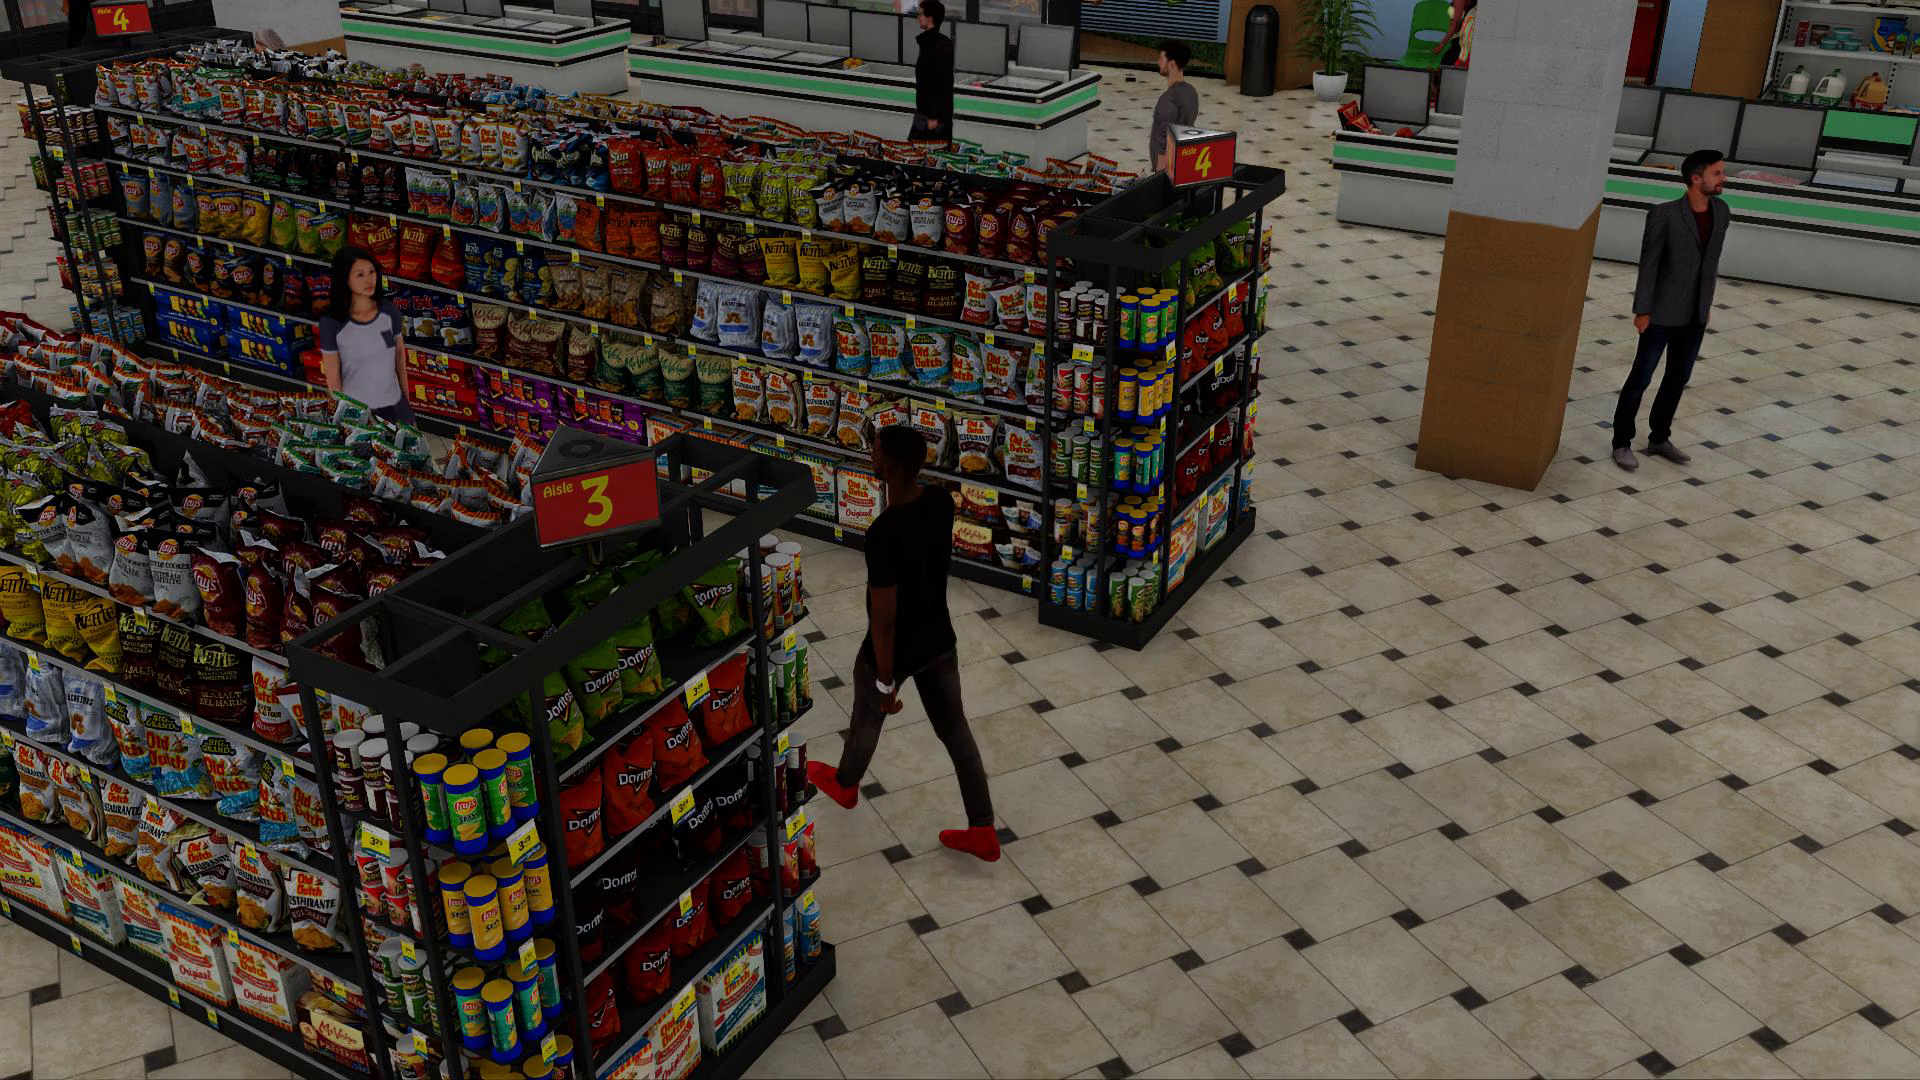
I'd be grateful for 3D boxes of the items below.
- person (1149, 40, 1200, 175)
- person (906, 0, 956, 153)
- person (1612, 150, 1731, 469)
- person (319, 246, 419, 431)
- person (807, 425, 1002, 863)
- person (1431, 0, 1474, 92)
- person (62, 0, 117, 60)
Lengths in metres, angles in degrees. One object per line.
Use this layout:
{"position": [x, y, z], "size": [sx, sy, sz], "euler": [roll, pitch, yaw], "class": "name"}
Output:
{"position": [1.630, -2.706, 12.304], "size": [0.866, 1.895, 0.763], "euler": [11, 29, 20], "class": "person"}
{"position": [-0.136, -3.691, 14.324], "size": [0.847, 1.826, 0.838], "euler": [7, 28, 14], "class": "person"}
{"position": [4.135, -1.333, 9.620], "size": [0.772, 1.875, 0.828], "euler": [-7, 28, -14], "class": "person"}
{"position": [-3.070, -0.706, 8.584], "size": [0.846, 1.693, 0.703], "euler": [23, 35, 38], "class": "person"}
{"position": [-0.109, 0.437, 6.256], "size": [1.250, 1.759, 0.835], "euler": [23, 35, 37], "class": "person"}
{"position": [5.163, -4.972, 16.977], "size": [0.755, 1.710, 0.591], "euler": [19, 32, 32], "class": "person"}
{"position": [-10.186, -6.203, 19.317], "size": [0.906, 1.788, 1.272], "euler": [-21, 34, -36], "class": "person"}
